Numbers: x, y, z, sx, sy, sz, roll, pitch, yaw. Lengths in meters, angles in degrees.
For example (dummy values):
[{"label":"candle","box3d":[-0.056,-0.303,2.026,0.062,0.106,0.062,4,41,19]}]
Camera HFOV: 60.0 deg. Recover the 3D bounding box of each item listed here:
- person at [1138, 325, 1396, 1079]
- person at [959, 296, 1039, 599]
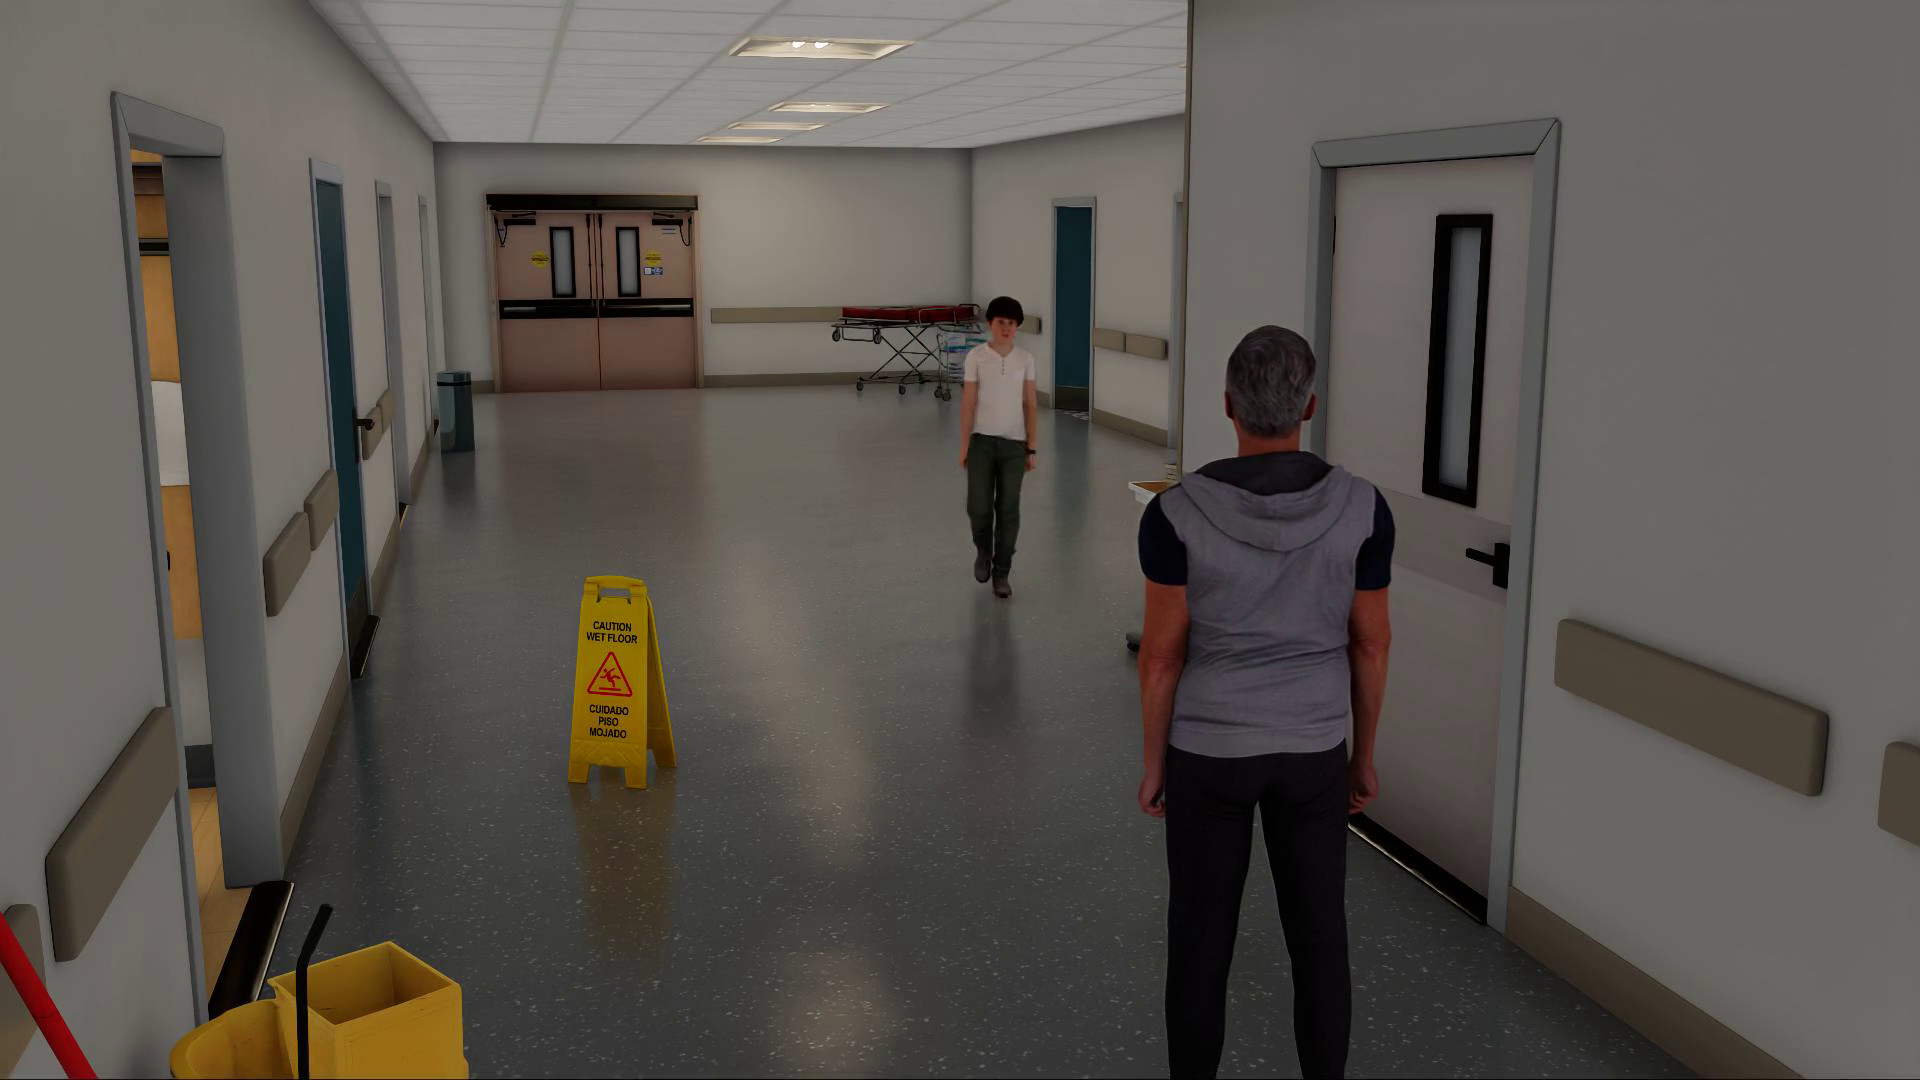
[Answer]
[{"label":"person","box3d":[0.634,0.466,3.505,0.739,1.830,0.657,0,11,-1]},{"label":"person","box3d":[0.199,-0.516,9.180,0.637,1.643,0.740,-1,11,-7]}]
